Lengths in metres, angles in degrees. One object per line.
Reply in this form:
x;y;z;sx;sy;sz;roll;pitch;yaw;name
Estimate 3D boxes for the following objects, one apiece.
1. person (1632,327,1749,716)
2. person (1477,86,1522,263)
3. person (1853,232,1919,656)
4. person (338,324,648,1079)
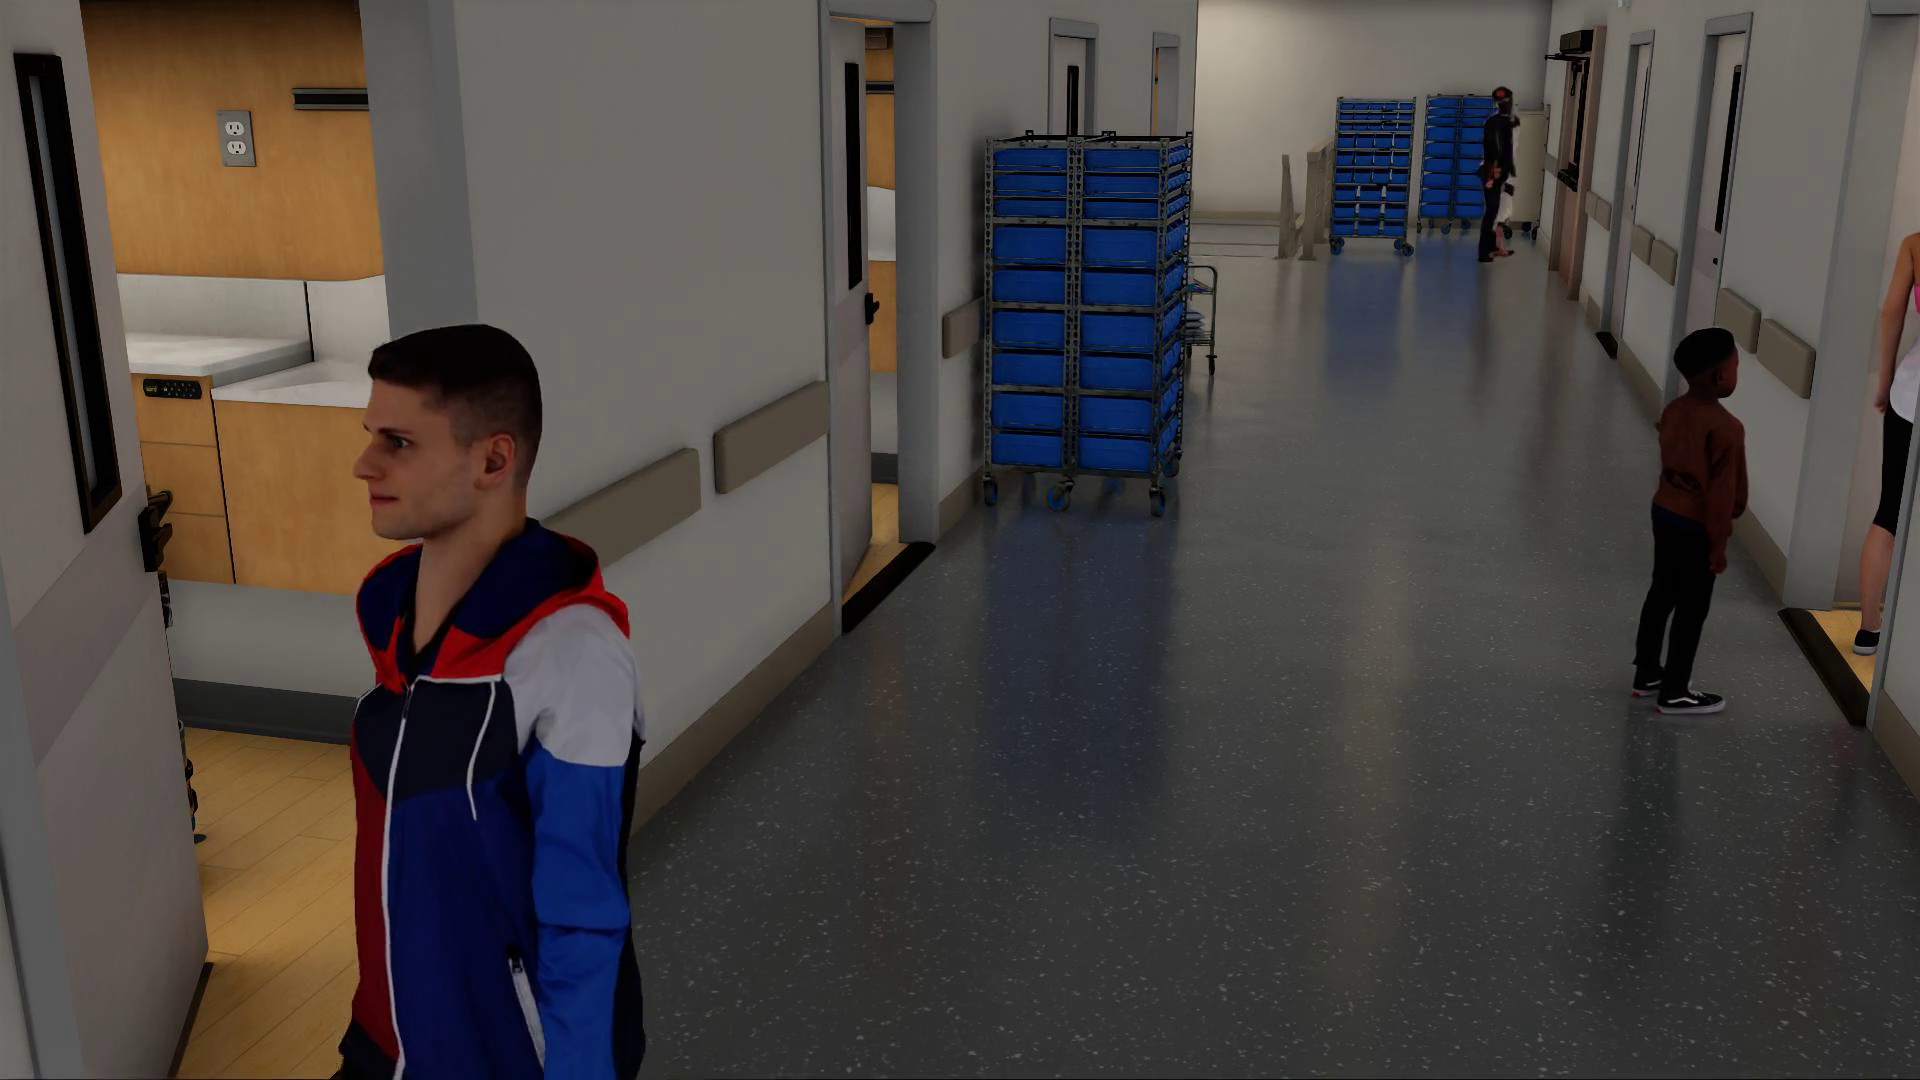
2.354;-0.064;5.380;0.636;1.254;0.520;-3;16;-10;person
5.812;-3.936;18.007;1.013;1.855;0.906;13;20;38;person
3.383;-0.450;5.769;0.739;1.786;0.678;-9;18;-29;person
-0.491;0.616;2.109;0.982;1.721;1.232;13;20;39;person
